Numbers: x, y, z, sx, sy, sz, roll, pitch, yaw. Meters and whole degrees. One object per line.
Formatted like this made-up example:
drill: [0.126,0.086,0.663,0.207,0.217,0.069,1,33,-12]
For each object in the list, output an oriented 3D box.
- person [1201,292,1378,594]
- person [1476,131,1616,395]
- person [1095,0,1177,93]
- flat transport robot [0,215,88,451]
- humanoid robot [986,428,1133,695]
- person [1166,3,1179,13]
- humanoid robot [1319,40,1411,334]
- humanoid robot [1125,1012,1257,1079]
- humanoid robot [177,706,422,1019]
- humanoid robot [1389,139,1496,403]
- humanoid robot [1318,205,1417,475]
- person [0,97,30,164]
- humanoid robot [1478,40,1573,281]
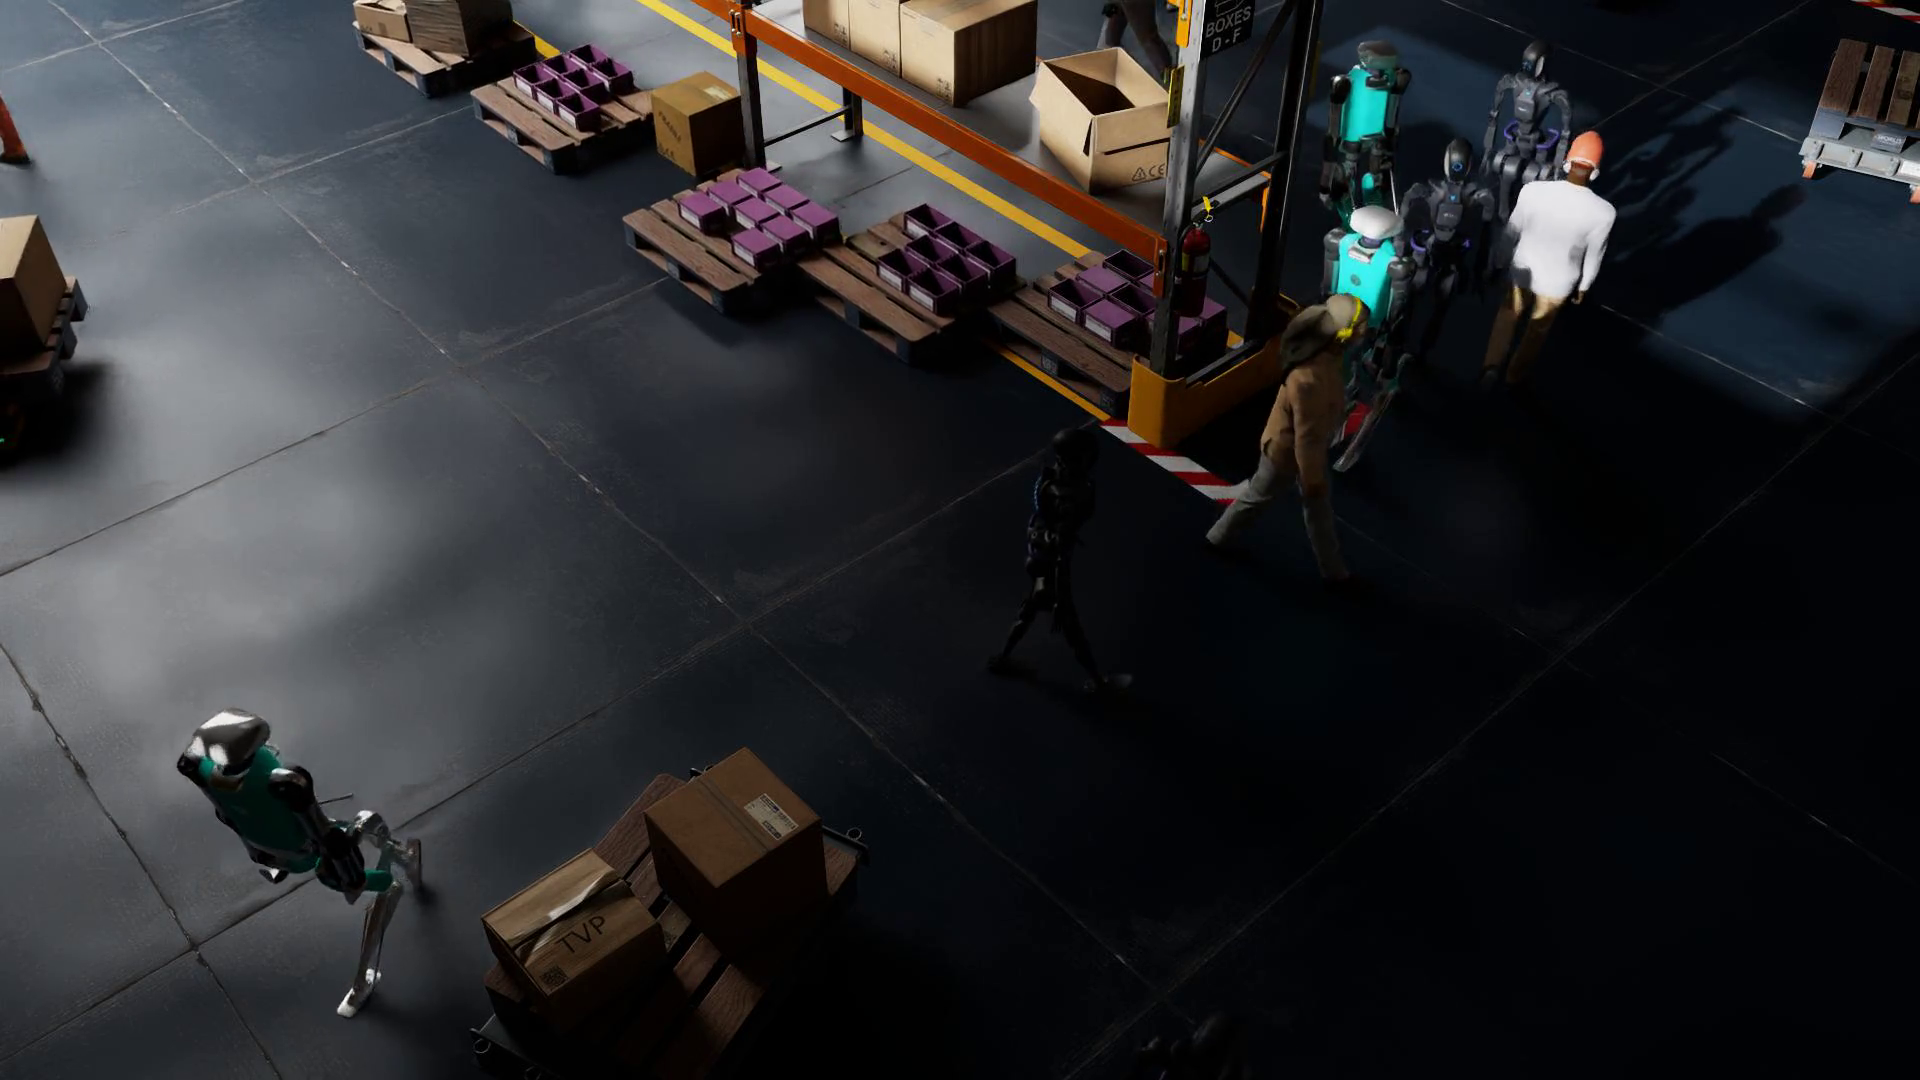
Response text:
person: [1.766,-0.492,8.489,0.963,1.821,0.575,19,46,19]
person: [3.399,-1.542,9.694,0.592,1.720,0.547,20,46,20]
person: [1.337,-4.187,12.479,0.992,1.856,0.658,12,44,13]
flat transport robot: [-6.020,-1.009,10.192,0.659,0.231,1.431,-8,43,-9]
humanoid robot: [0.503,0.092,7.979,0.747,1.629,0.601,2,43,2]
person: [1.739,-5.294,13.711,0.476,1.827,0.599,-24,48,-23]
humanoid robot: [2.602,-2.090,10.322,0.548,1.821,0.904,-15,45,-15]
humanoid robot: [0.832,2.073,5.837,0.592,1.632,0.715,18,46,18]
humanoid robot: [-2.525,1.098,6.831,0.550,1.761,0.979,12,44,13]
humanoid robot: [2.807,-1.560,9.756,0.599,1.649,0.555,7,43,8]
humanoid robot: [2.293,-1.075,9.240,0.540,1.879,0.686,34,52,31]
person: [-7.222,-3.441,11.749,0.750,1.738,0.513,7,43,7]
humanoid robot: [3.707,-2.489,10.795,0.618,1.650,0.561,30,50,28]
